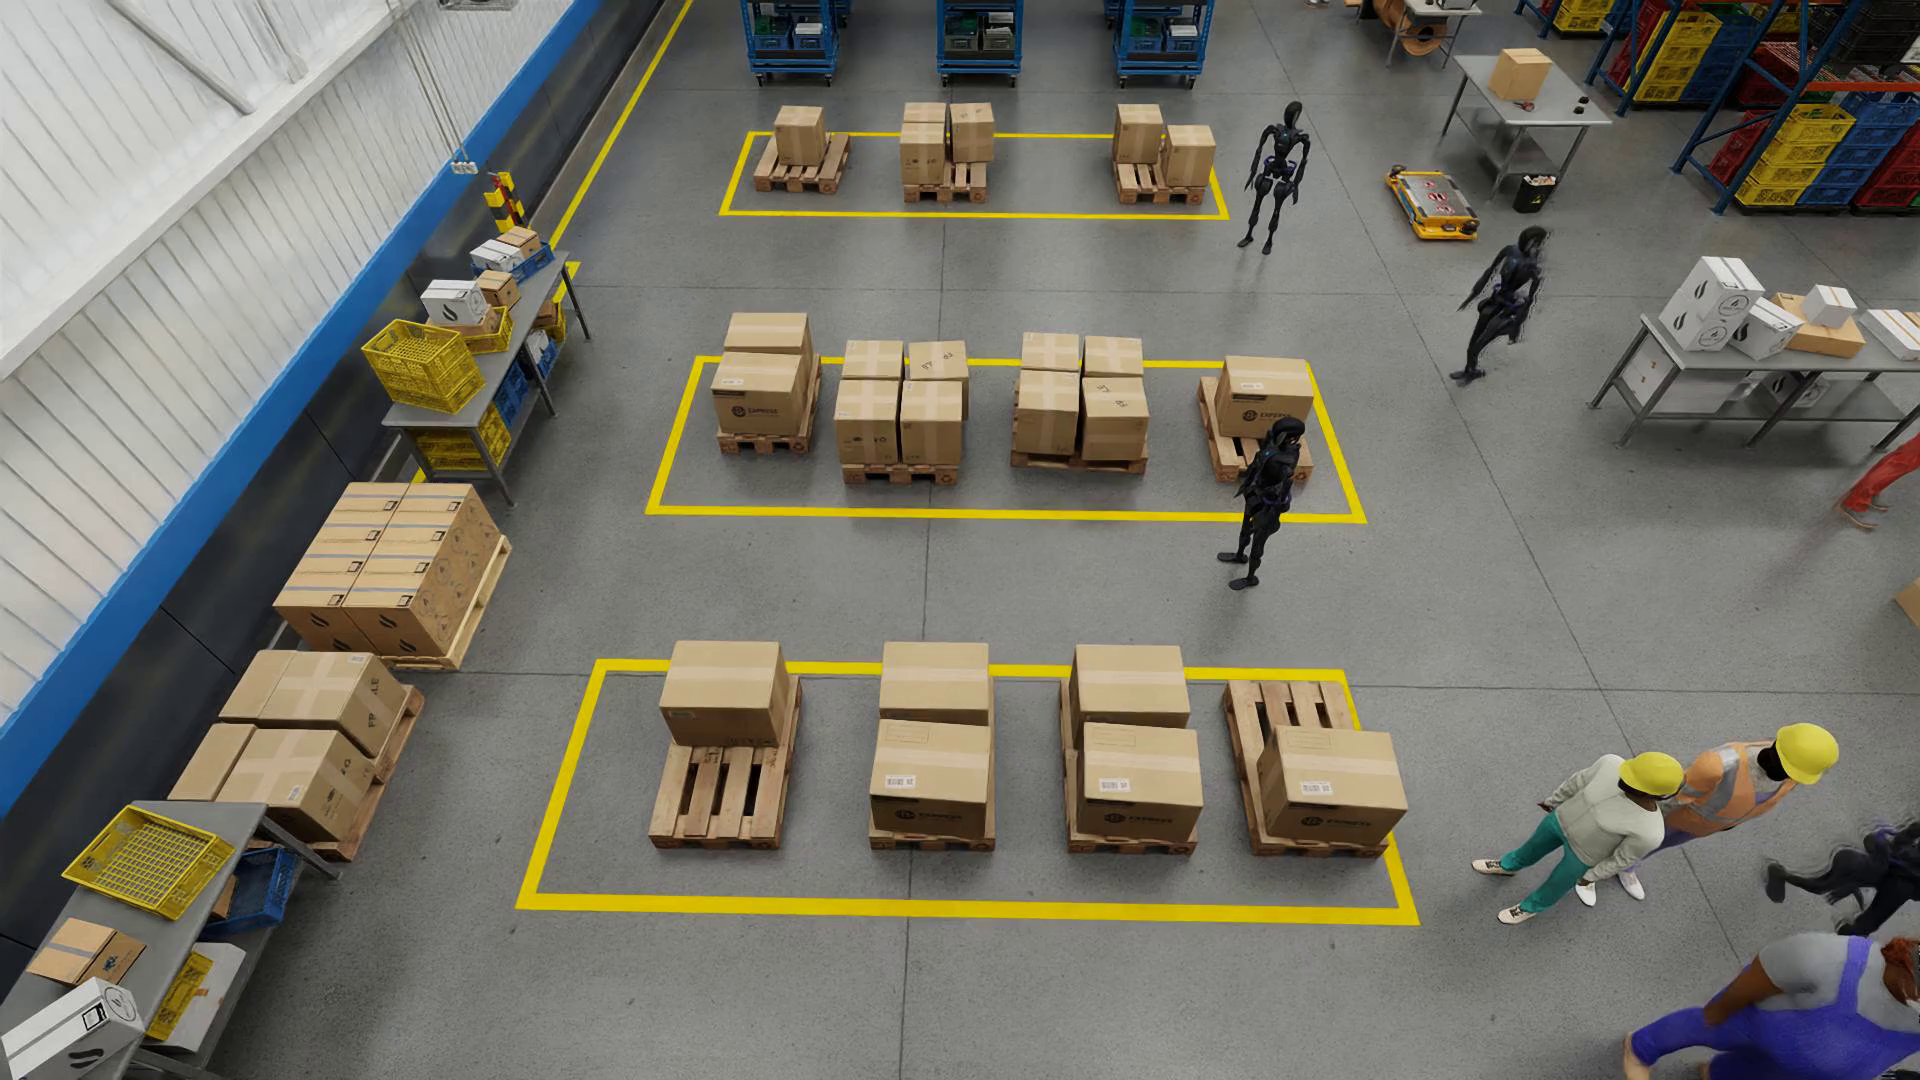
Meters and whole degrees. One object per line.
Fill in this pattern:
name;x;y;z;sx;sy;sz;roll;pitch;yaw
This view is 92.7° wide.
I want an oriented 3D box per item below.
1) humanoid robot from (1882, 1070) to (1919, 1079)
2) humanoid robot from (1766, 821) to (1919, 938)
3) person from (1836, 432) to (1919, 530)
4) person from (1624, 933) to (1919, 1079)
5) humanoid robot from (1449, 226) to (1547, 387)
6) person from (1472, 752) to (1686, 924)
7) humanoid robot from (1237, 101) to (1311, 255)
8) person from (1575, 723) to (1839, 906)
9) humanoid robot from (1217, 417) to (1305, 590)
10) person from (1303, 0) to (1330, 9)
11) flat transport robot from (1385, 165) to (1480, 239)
humanoid robot;4.824;2.687;4.280;0.627;1.639;0.417;37;59;28
humanoid robot;5.141;1.817;5.046;0.582;1.639;0.651;15;51;13
person;7.796;-0.910;7.180;0.622;1.991;0.394;-32;56;-25
person;3.983;2.315;4.359;0.707;2.000;0.537;16;51;14
humanoid robot;4.929;-2.125;8.438;0.415;1.644;0.616;-7;50;-6
person;3.440;1.654;5.110;0.308;1.768;0.524;-4;49;-4
humanoid robot;3.440;-3.934;9.997;0.609;1.657;0.311;24;53;20
person;4.111;1.535;5.112;0.586;1.921;0.379;-3;49;-2
humanoid robot;2.238;-0.273;6.829;0.327;1.657;0.584;-4;49;-4
person;6.035;-9.666;14.832;0.583;1.882;0.341;-12;50;-10
flat transport robot;5.692;-4.094;11.059;0.652;0.197;1.431;1;49;1
